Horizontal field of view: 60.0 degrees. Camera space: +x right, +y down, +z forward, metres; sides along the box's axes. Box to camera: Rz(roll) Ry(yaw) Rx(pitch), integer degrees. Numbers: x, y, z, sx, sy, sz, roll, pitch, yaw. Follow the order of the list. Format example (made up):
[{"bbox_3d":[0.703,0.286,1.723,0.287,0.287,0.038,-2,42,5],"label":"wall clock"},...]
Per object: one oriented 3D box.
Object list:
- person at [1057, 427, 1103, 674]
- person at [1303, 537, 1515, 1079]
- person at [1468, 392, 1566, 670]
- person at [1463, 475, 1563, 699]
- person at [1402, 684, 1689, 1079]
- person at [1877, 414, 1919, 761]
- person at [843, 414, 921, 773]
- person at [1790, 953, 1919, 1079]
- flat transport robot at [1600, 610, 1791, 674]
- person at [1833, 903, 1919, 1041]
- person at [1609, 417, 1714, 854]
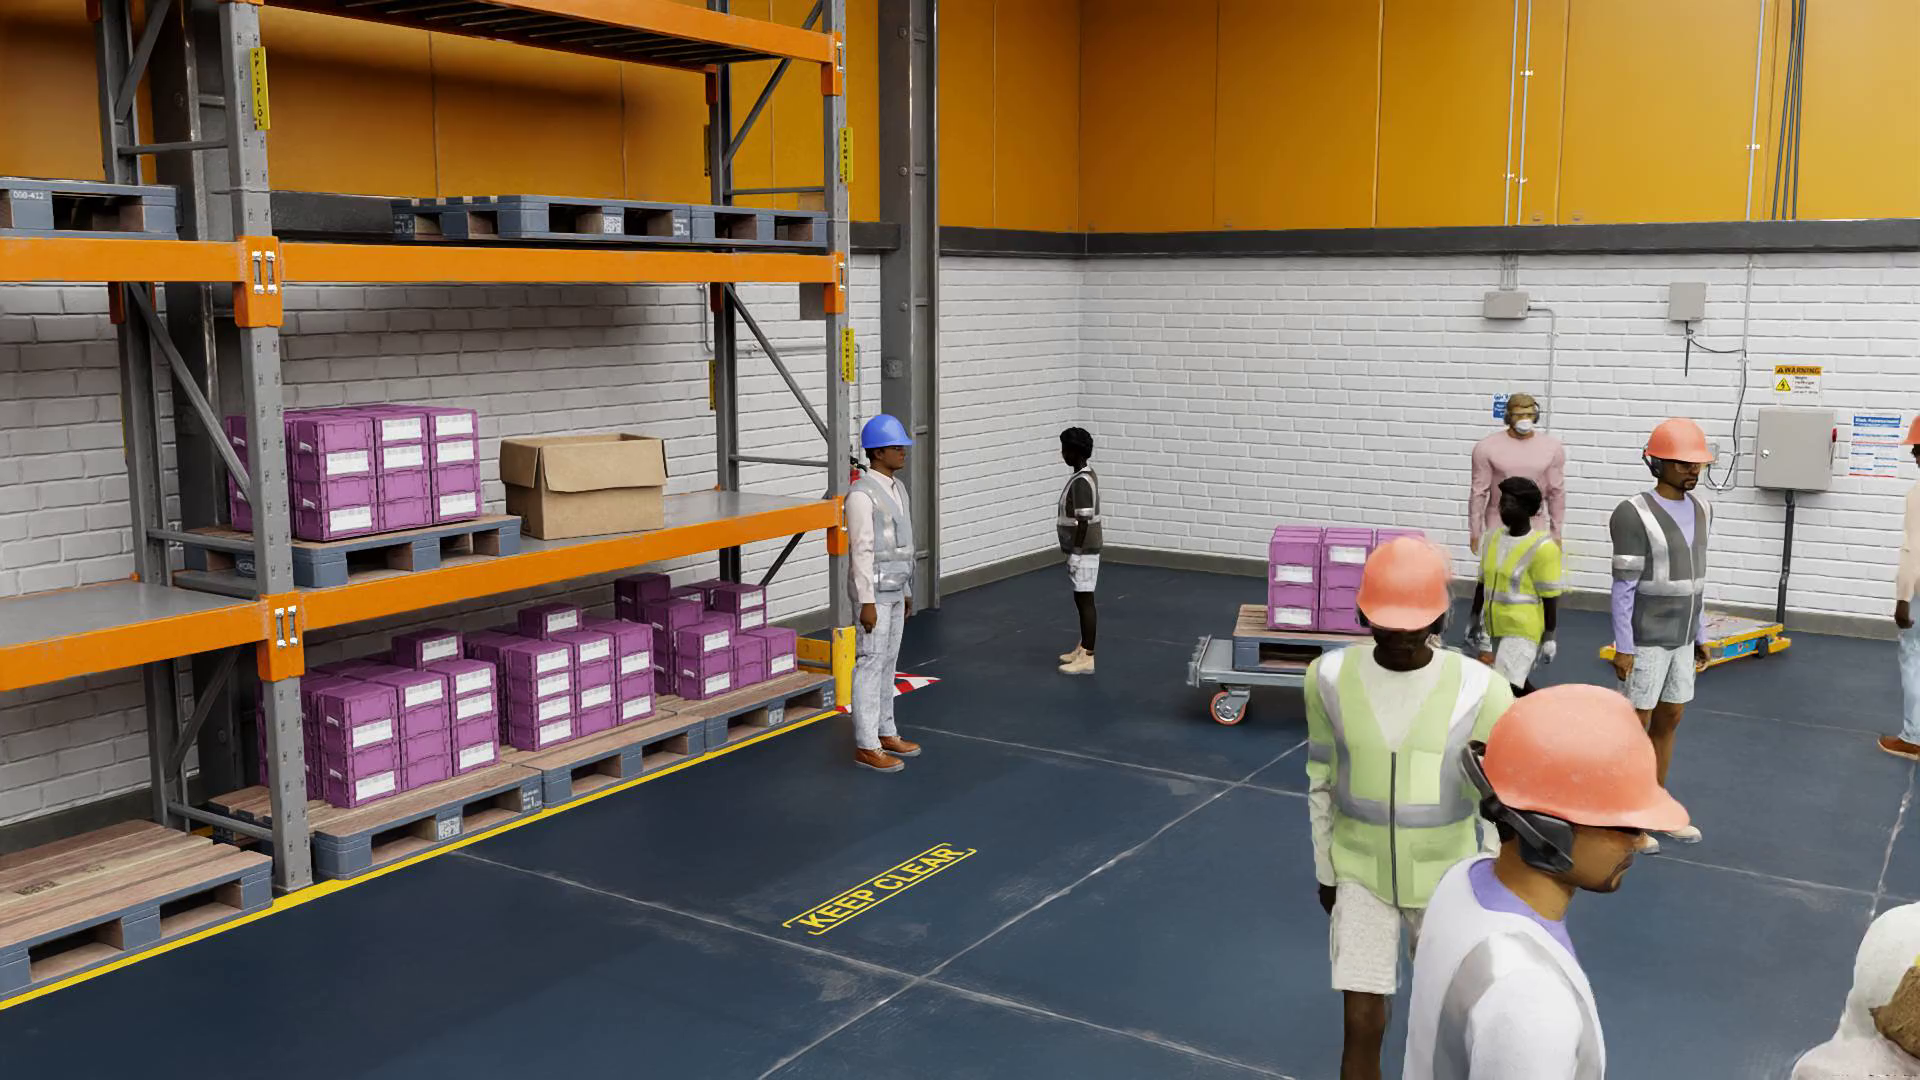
[{"bbox_3d":[0.819,0.070,11.389,0.320,1.692,0.531,1,9,7],"label":"person"},{"bbox_3d":[1.299,0.946,4.818,0.627,1.991,1.081,4,10,24],"label":"person"},{"bbox_3d":[3.835,-0.059,11.482,0.650,1.931,0.378,1,9,7],"label":"person"},{"bbox_3d":[3.002,0.468,8.911,0.866,1.659,0.535,-3,9,-19],"label":"person"},{"bbox_3d":[0.932,1.226,2.794,0.431,2.032,0.628,1,9,8],"label":"person"},{"bbox_3d":[5.414,0.272,9.171,0.631,1.971,0.521,-4,10,-25],"label":"person"},{"bbox_3d":[-0.433,0.283,9.168,0.383,1.951,0.605,3,9,17],"label":"person"},{"bbox_3d":[1.629,1.387,2.739,0.810,1.704,0.509,-4,10,-26],"label":"person"},{"bbox_3d":[5.248,0.710,11.834,1.431,0.197,0.652,-7,11,-38],"label":"flat transport robot"},{"bbox_3d":[1.917,1.276,3.027,0.642,1.866,0.977,1,9,6],"label":"person"},{"bbox_3d":[3.318,0.443,7.825,0.615,2.042,0.372,-5,10,-29],"label":"person"}]
